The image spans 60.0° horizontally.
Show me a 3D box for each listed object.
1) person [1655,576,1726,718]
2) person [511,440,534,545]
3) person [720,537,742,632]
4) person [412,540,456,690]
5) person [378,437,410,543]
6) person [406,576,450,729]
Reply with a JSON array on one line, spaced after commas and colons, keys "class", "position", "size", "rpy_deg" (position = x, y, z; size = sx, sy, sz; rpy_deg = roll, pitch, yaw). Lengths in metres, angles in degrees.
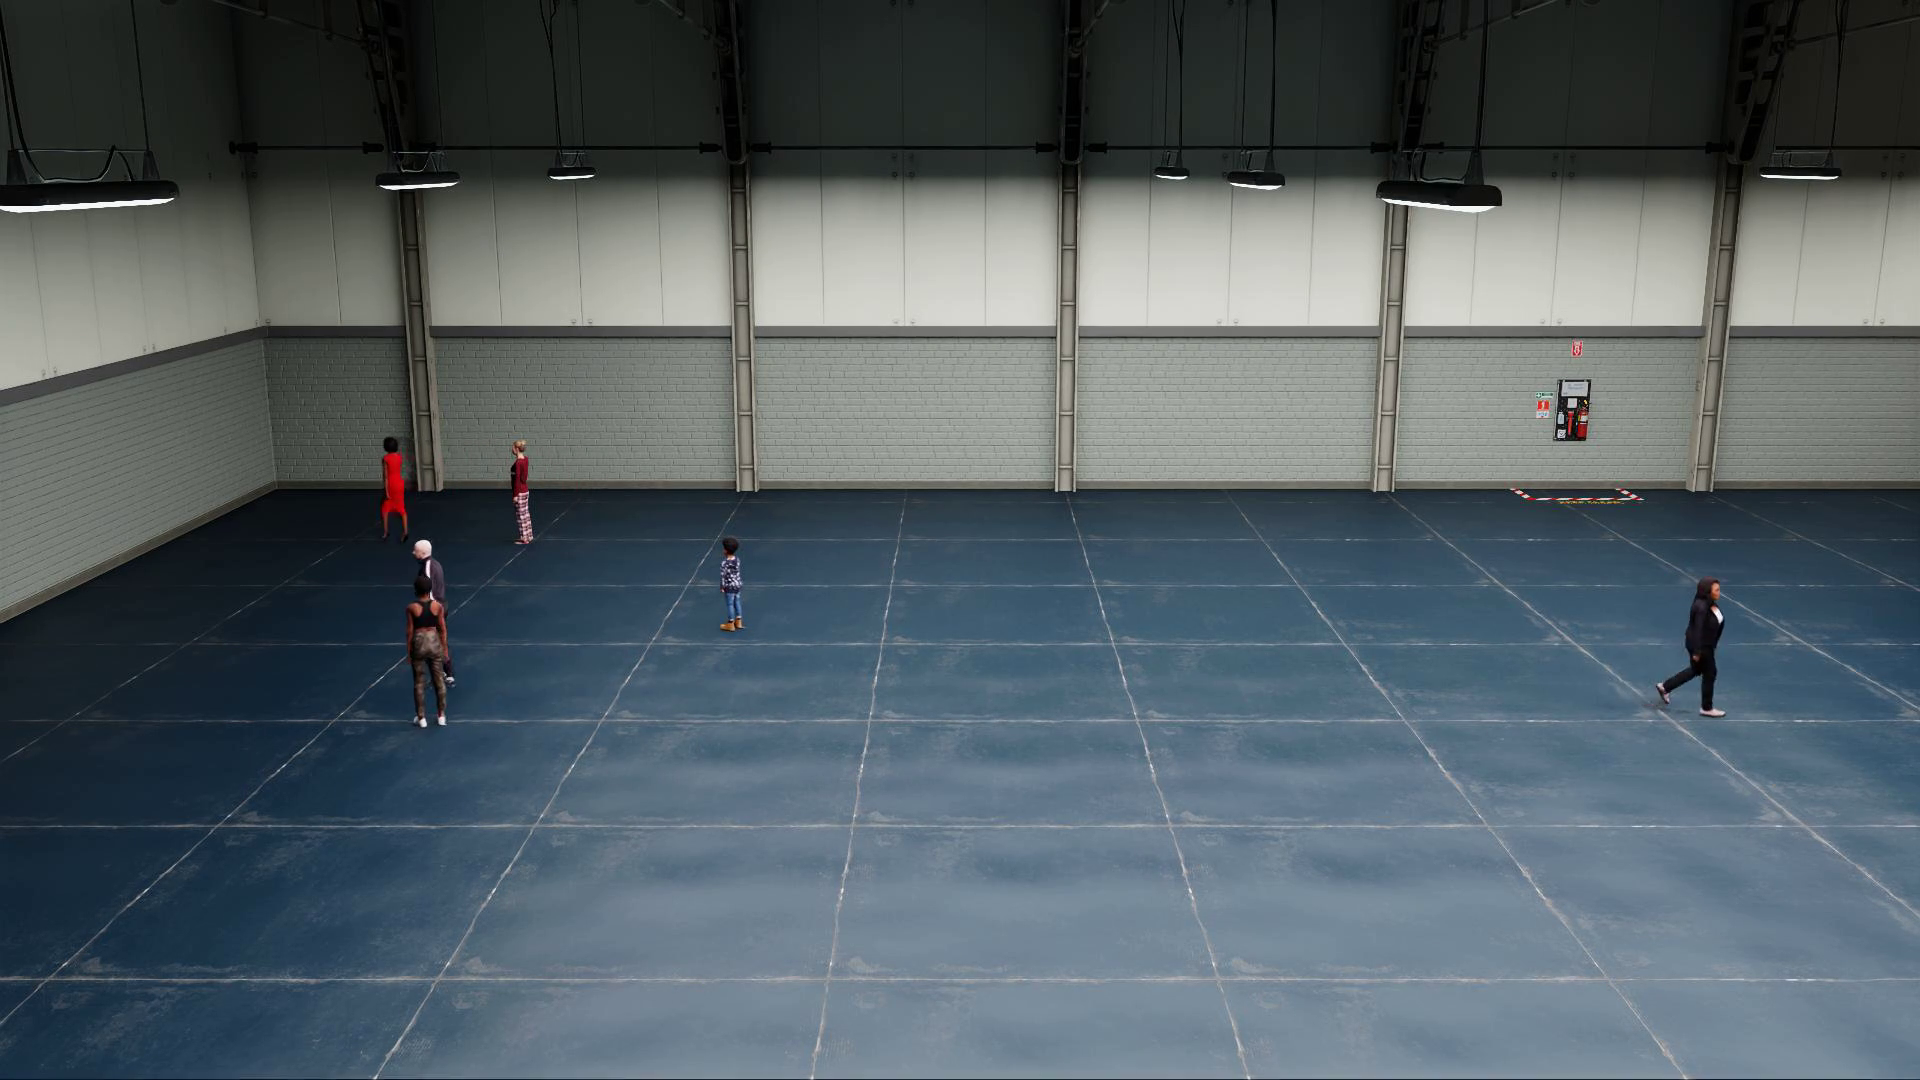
[{"class": "person", "position": [8.245, 1.187, 18.689], "size": [1.082, 1.597, 0.882], "rpy_deg": [6, 14, 24]}, {"class": "person", "position": [-7.126, -0.784, 26.973], "size": [0.491, 1.698, 0.616], "rpy_deg": [0, 13, 1]}, {"class": "person", "position": [-3.041, 0.574, 22.101], "size": [0.635, 1.251, 0.585], "rpy_deg": [10, 16, 37]}, {"class": "person", "position": [-6.076, 0.888, 19.493], "size": [0.692, 1.816, 0.750], "rpy_deg": [-1, 13, -6]}, {"class": "person", "position": [-9.106, -0.793, 26.951], "size": [0.940, 1.726, 0.814], "rpy_deg": [7, 15, 27]}, {"class": "person", "position": [-5.869, 1.221, 18.323], "size": [0.621, 1.696, 0.729], "rpy_deg": [-7, 15, -27]}]
